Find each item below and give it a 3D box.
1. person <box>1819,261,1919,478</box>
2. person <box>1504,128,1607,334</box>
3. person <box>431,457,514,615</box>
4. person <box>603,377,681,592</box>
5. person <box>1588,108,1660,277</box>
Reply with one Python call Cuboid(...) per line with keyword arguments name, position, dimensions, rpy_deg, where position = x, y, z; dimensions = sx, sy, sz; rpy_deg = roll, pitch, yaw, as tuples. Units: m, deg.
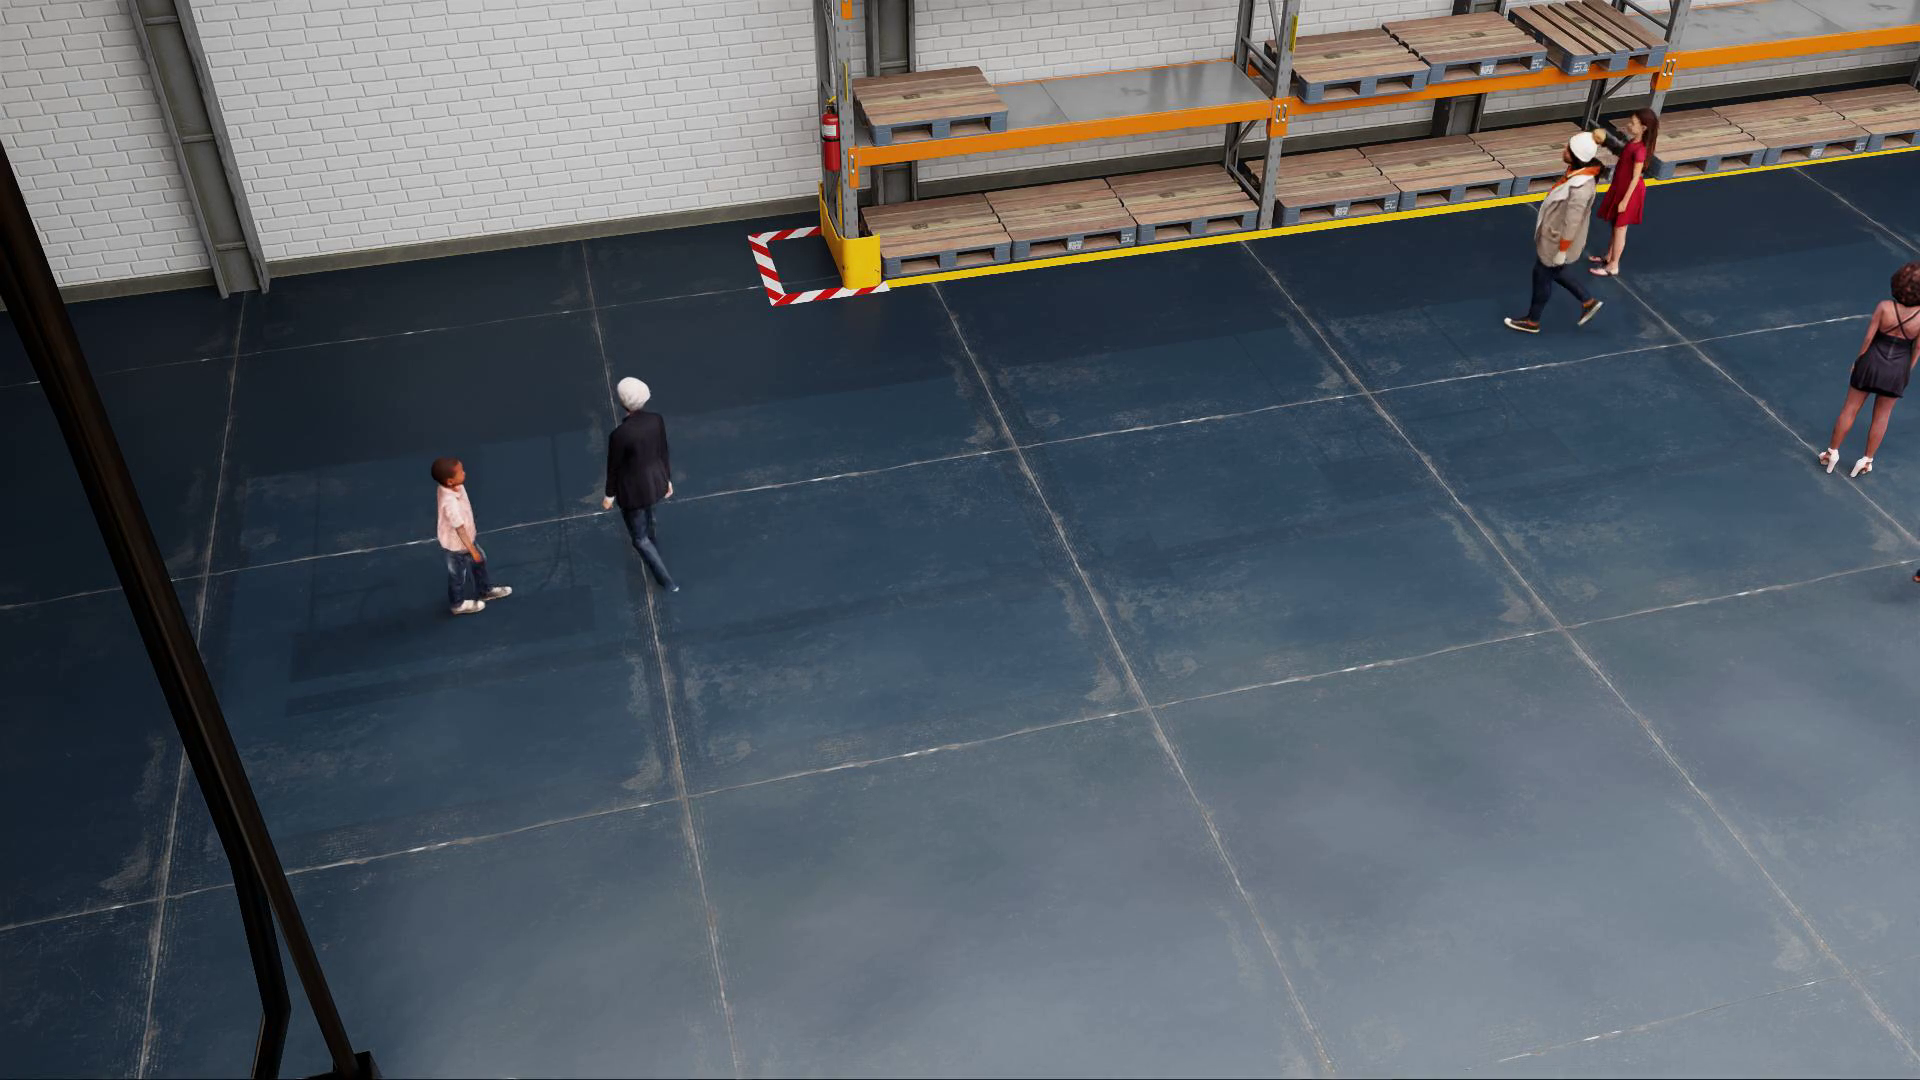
Cuboid(name="person", position=(6.780, -1.240, 12.235), dimensions=(0.639, 1.787, 0.707), rpy_deg=(17, 42, 20))
Cuboid(name="person", position=(5.094, -2.540, 13.790), dimensions=(1.125, 1.877, 1.023), rpy_deg=(14, 41, 16))
Cuboid(name="person", position=(-3.417, -0.006, 11.086), dimensions=(0.630, 1.293, 0.517), rpy_deg=(-10, 40, -12))
Cuboid(name="person", position=(-2.163, -0.282, 11.451), dimensions=(1.022, 1.773, 1.109), rpy_deg=(27, 46, 30))
Cuboid(name="person", position=(5.924, -3.098, 14.749), dimensions=(0.714, 1.553, 0.653), rpy_deg=(7, 39, 8))
